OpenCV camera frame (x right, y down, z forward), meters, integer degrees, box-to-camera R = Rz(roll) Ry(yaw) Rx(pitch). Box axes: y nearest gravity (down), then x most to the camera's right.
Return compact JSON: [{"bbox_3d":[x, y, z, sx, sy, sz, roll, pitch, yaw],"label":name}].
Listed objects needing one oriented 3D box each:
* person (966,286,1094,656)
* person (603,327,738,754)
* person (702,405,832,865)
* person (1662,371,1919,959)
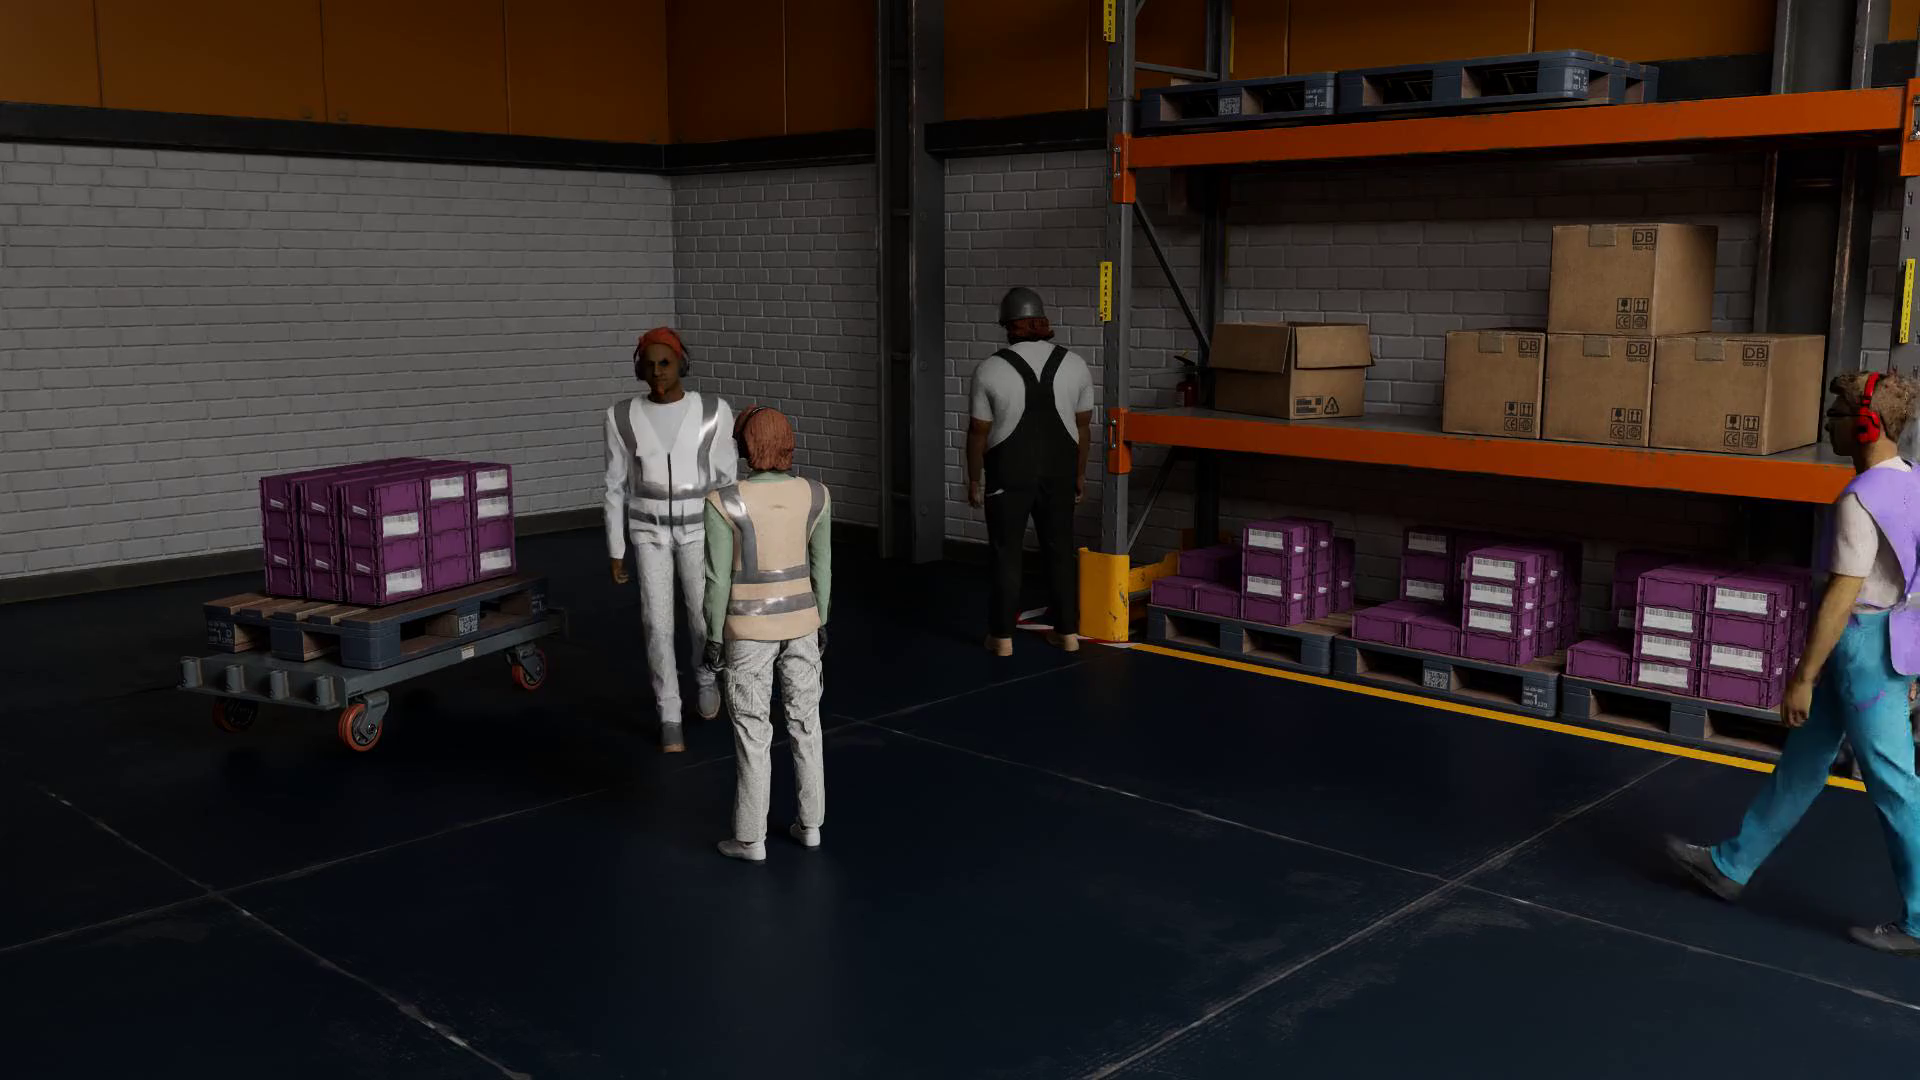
[{"bbox_3d":[0.365,-0.385,9.174,0.689,2.000,0.536,-2,10,-13],"label":"person"},{"bbox_3d":[-1.268,-0.009,7.377,0.608,1.871,0.497,-1,9,-5],"label":"person"},{"bbox_3d":[-0.681,0.340,5.952,0.516,1.641,0.308,-7,11,-35],"label":"person"},{"bbox_3d":[2.727,0.375,5.237,0.935,1.796,0.593,7,12,39],"label":"person"}]
